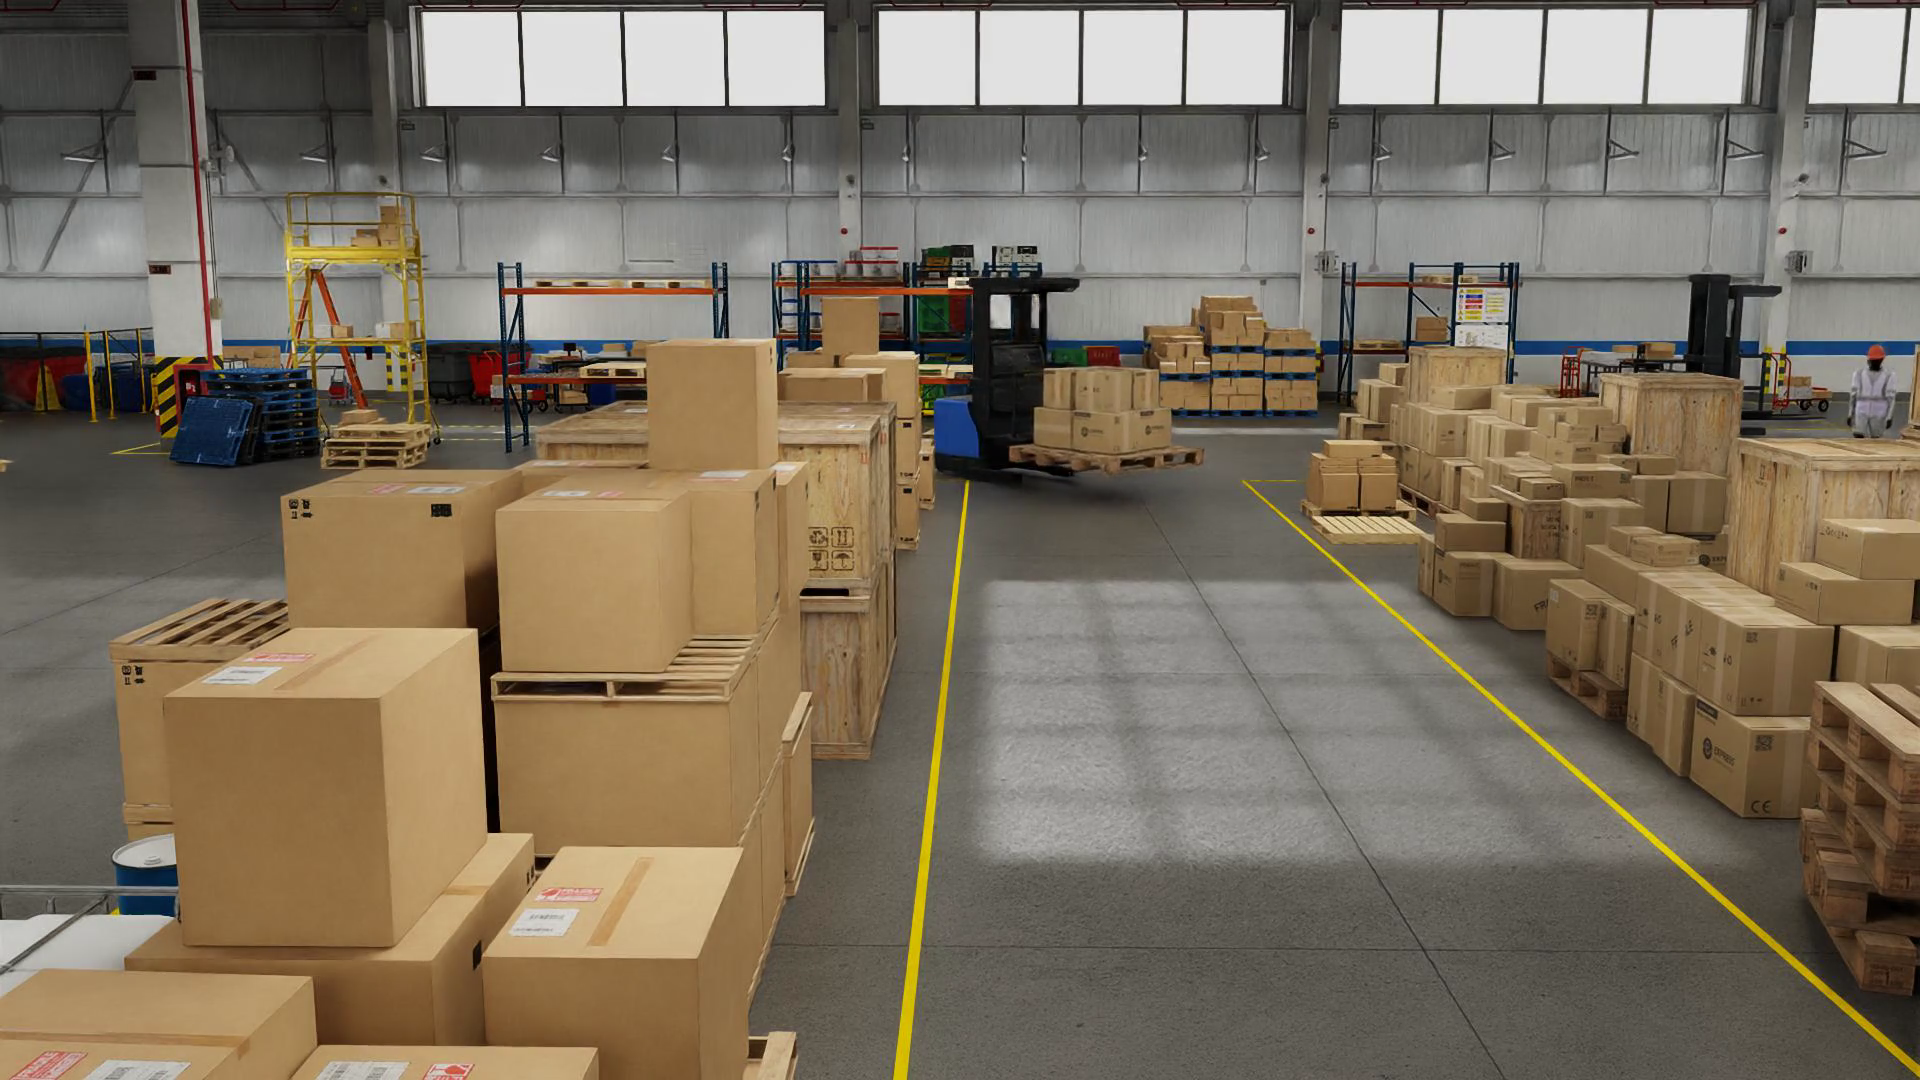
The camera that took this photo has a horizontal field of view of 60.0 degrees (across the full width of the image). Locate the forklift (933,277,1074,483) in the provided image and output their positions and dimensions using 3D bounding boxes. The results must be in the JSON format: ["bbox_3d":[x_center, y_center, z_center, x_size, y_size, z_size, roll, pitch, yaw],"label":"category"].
[{"bbox_3d":[0.565,-2.304,23.436,1.129,2.768,1.873,-8,12,-40],"label":"forklift"}]

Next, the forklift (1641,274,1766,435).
[{"bbox_3d":[13.081,-3.274,29.247,1.873,2.768,1.129,0,9,1],"label":"forklift"}]

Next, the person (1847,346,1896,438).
[{"bbox_3d":[12.594,-1.736,23.008,0.560,1.886,0.972,6,11,32],"label":"person"}]
